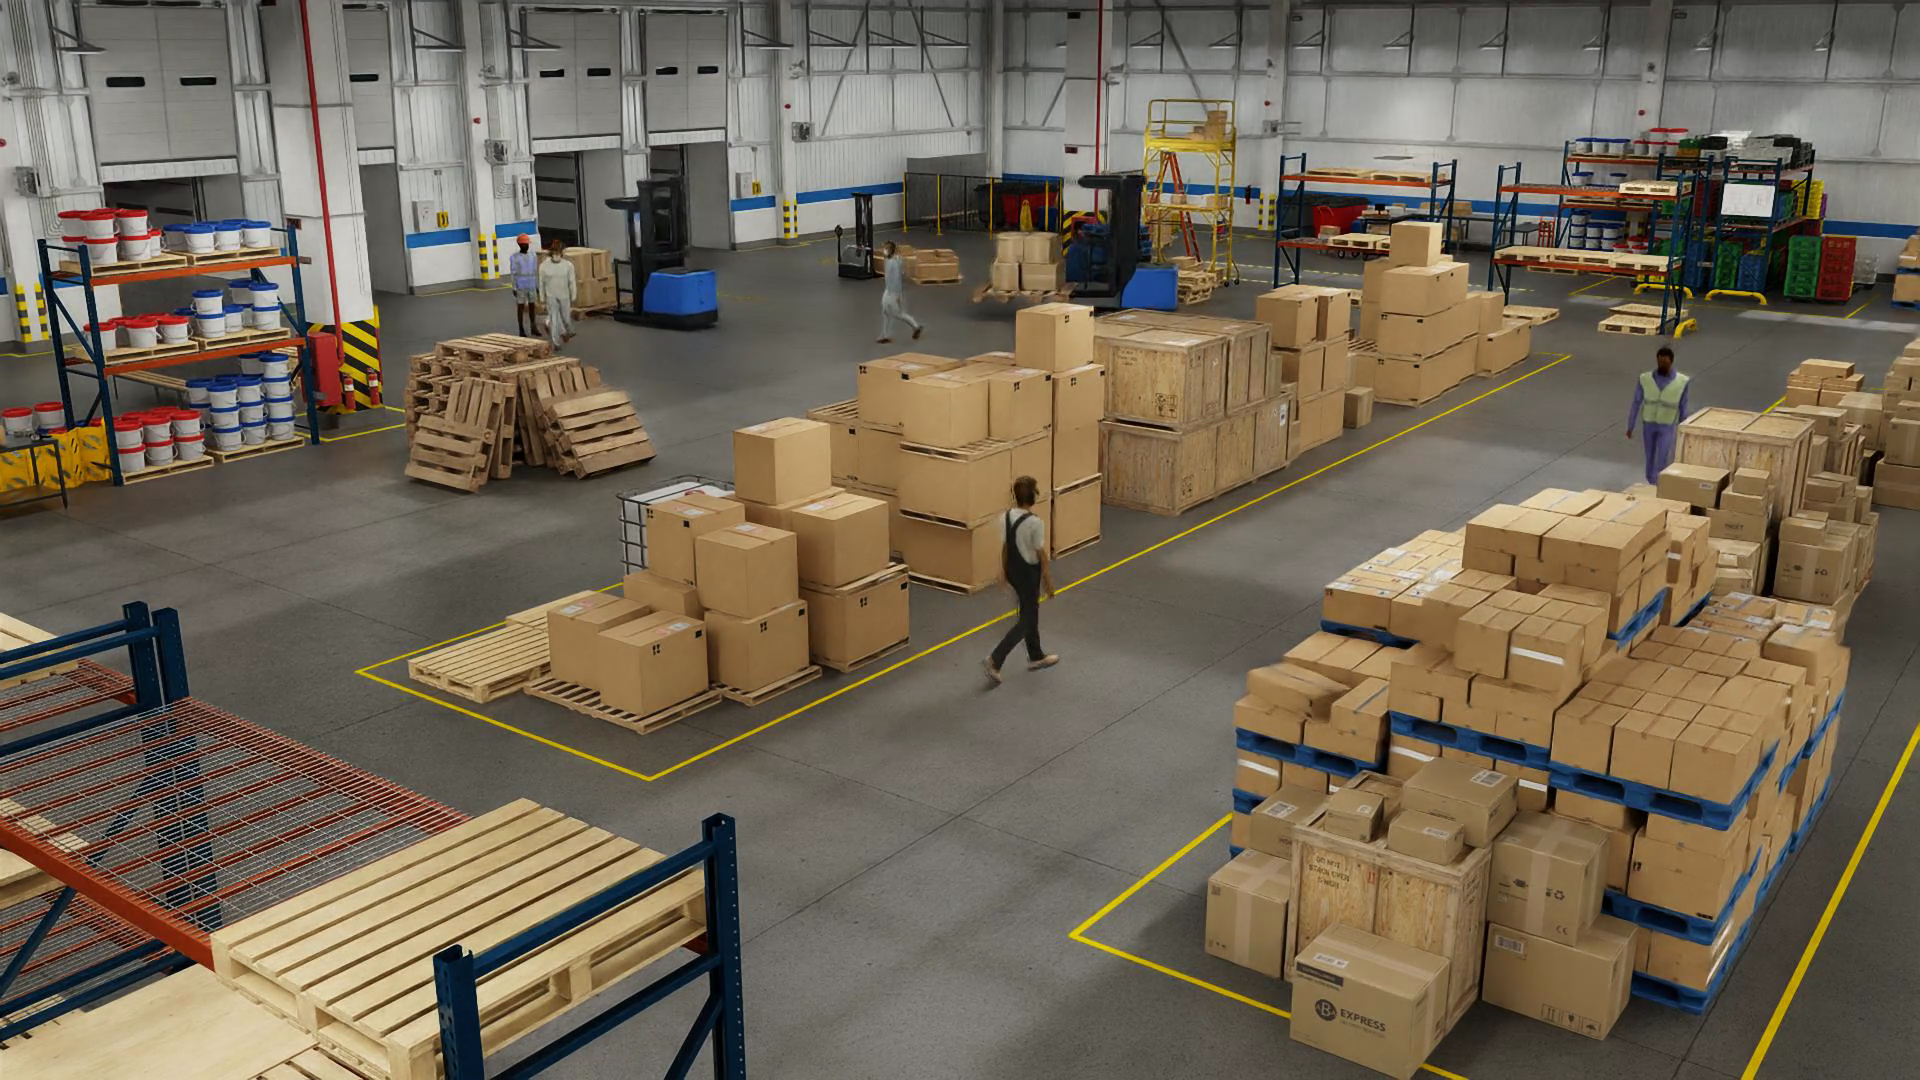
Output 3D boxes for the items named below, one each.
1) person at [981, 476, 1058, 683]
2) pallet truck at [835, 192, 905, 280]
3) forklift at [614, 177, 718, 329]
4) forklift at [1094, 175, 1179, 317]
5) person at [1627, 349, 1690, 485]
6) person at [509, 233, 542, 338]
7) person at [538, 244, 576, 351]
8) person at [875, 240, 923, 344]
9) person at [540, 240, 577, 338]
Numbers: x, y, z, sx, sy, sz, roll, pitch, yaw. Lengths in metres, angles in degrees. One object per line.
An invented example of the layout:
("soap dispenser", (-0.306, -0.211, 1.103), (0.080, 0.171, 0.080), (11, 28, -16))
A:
("person", (0.523, 0.339, 14.460), (0.832, 1.825, 0.517), (-11, 20, -31))
("pallet truck", (-1.936, -7.159, 38.982), (1.885, 1.965, 0.823), (-12, 21, -34))
("forklift", (-5.767, -5.625, 32.400), (1.873, 2.768, 1.129), (12, 21, 35))
("forklift", (3.397, -5.774, 32.894), (1.873, 2.768, 1.129), (3, 17, 10))
("person", (8.390, -1.375, 20.056), (0.621, 1.862, 1.008), (10, 20, 31))
("person", (-8.128, -4.769, 31.169), (0.552, 1.937, 0.358), (-14, 22, -38))
("person", (-7.234, -4.384, 29.935), (0.657, 1.916, 0.618), (-4, 17, -13))
("person", (-1.132, -4.552, 30.510), (0.815, 1.917, 0.638), (-8, 18, -23))
("person", (-7.501, -4.639, 30.888), (0.653, 1.859, 0.582), (-11, 20, -32))
